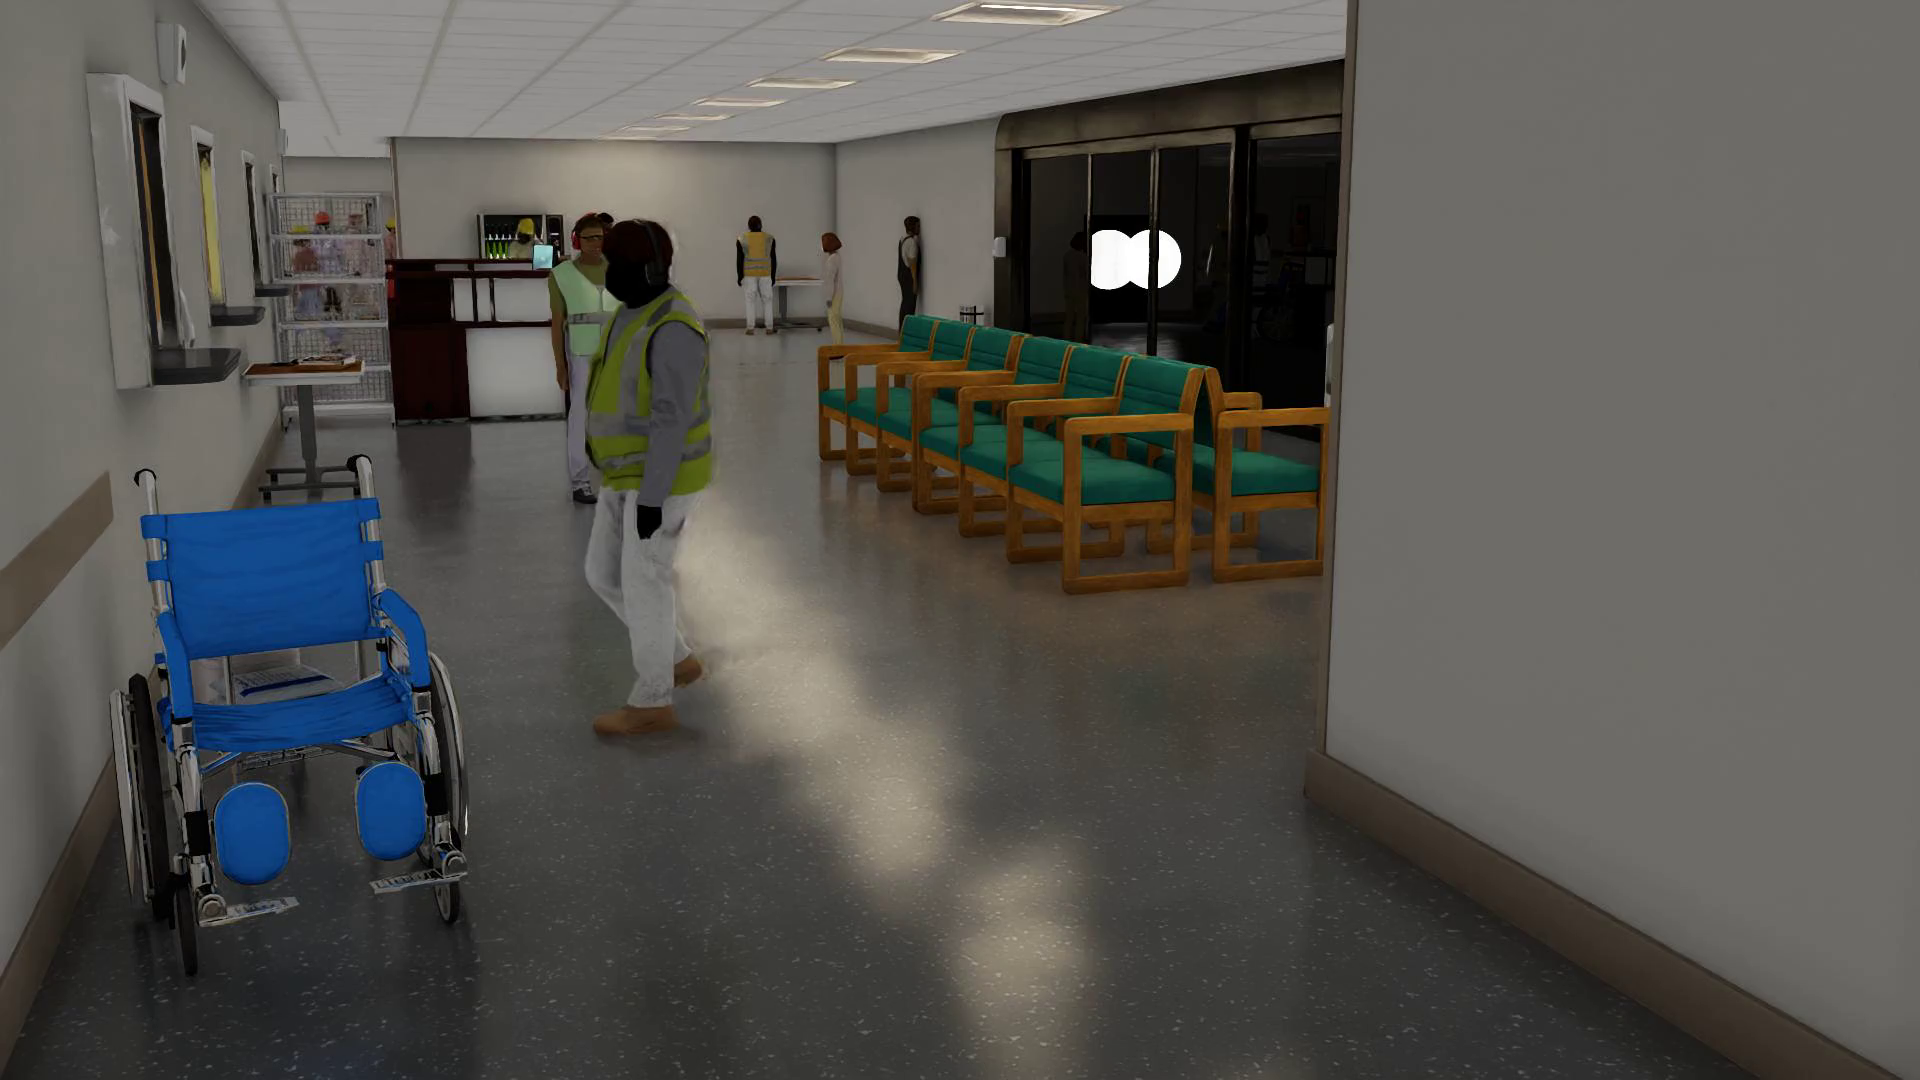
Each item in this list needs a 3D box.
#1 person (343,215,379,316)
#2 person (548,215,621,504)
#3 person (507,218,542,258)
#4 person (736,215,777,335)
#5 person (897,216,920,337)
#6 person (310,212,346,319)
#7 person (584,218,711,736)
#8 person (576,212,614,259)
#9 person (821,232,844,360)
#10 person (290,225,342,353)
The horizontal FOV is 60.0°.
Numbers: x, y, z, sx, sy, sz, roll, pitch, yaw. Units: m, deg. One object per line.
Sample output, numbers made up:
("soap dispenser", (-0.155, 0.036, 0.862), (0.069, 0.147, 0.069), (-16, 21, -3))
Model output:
("person", (-10.416, -4.752, 29.075), (0.877, 1.862, 0.658), (-8, 14, -37))
("person", (-2.362, -1.157, 10.713), (0.561, 1.838, 0.388), (-8, 14, -36))
("person", (-5.843, -3.416, 22.395), (0.760, 1.811, 0.465), (7, 13, 30))
("person", (-3.152, -4.094, 25.781), (0.622, 1.840, 0.430), (-2, 11, -12))
("person", (-0.707, -3.642, 23.457), (0.339, 1.839, 0.507), (-4, 12, -19))
("person", (-10.468, -4.427, 27.345), (0.573, 1.883, 0.986), (3, 11, 15))
("person", (-1.107, -0.211, 5.885), (0.443, 1.822, 0.648), (-6, 12, -28))
("person", (-2.991, -1.780, 13.854), (0.327, 1.863, 0.508), (6, 12, 27))
("person", (-1.629, -3.114, 21.305), (0.286, 1.628, 0.505), (1, 11, 5))
("person", (-8.799, -3.363, 22.340), (0.950, 1.712, 0.527), (-1, 11, -6))
